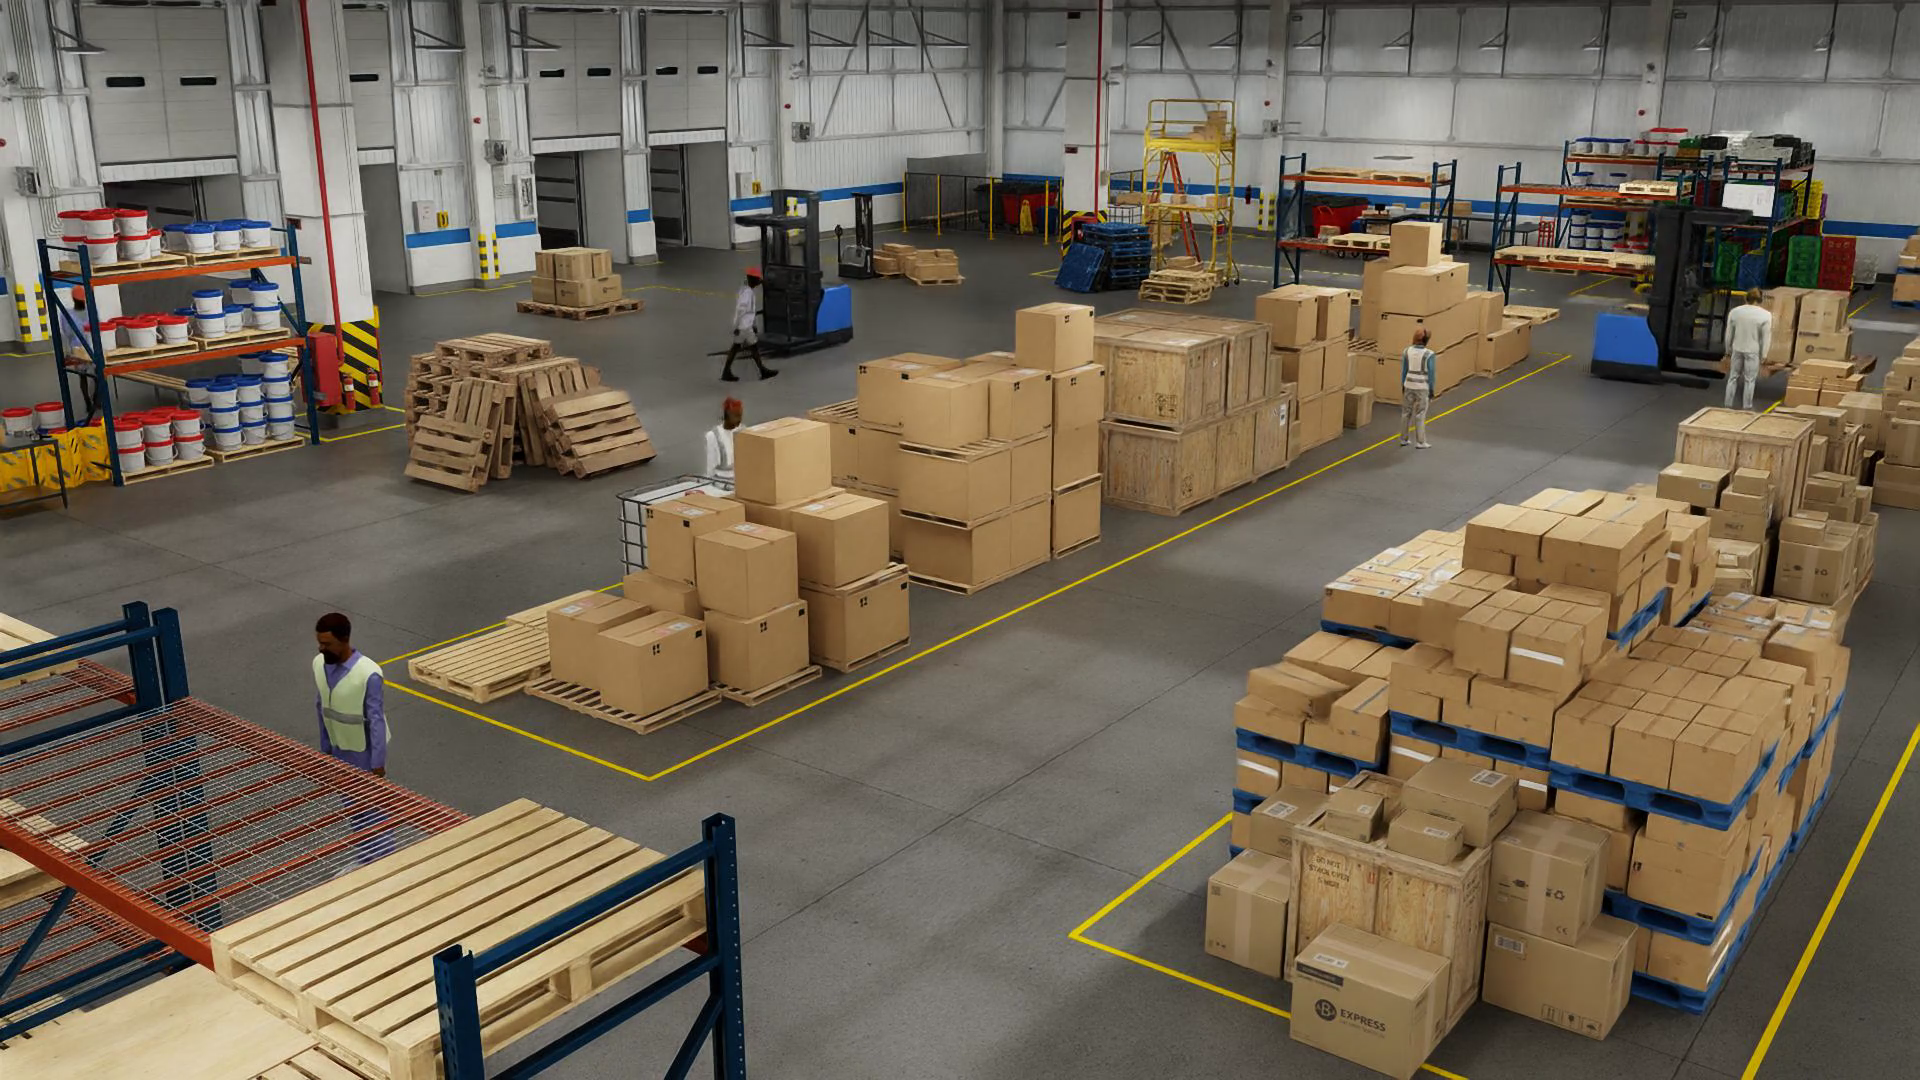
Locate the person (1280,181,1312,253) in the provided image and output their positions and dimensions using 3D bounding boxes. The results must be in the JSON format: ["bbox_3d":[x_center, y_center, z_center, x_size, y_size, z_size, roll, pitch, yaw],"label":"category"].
[{"bbox_3d":[8.811,-8.422,43.379,0.839,1.882,0.675,-1,17,-2],"label":"person"}]

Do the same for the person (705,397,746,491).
[{"bbox_3d":[-2.432,-0.568,17.372,0.439,1.865,0.619,15,22,40],"label":"person"}]

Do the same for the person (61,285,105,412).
[{"bbox_3d":[-13.066,-2.849,24.852,0.576,1.913,0.502,-14,22,-39],"label":"person"}]

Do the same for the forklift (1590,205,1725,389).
[{"bbox_3d":[11.471,-4.000,27.020,1.873,2.768,1.129,12,21,35],"label":"forklift"}]

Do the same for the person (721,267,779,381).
[{"bbox_3d":[-3.468,-3.523,27.182,1.027,1.851,0.551,-3,17,-11],"label":"person"}]

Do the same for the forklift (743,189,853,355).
[{"bbox_3d":[-2.907,-4.881,29.937,1.129,2.768,1.873,12,21,35],"label":"forklift"}]

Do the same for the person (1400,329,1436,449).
[{"bbox_3d":[6.254,-2.068,22.740,0.311,1.637,0.512,-14,22,-39],"label":"person"}]

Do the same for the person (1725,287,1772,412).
[{"bbox_3d":[11.598,-2.761,24.518,0.358,1.938,0.636,-15,23,-41],"label":"person"}]

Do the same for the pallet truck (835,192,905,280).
[{"bbox_3d":[-1.936,-7.159,38.982,1.885,1.965,0.823,-12,21,-34],"label":"pallet truck"}]

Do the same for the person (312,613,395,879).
[{"bbox_3d":[-3.965,1.367,10.910,0.590,1.910,0.406,10,19,30],"label":"person"}]
